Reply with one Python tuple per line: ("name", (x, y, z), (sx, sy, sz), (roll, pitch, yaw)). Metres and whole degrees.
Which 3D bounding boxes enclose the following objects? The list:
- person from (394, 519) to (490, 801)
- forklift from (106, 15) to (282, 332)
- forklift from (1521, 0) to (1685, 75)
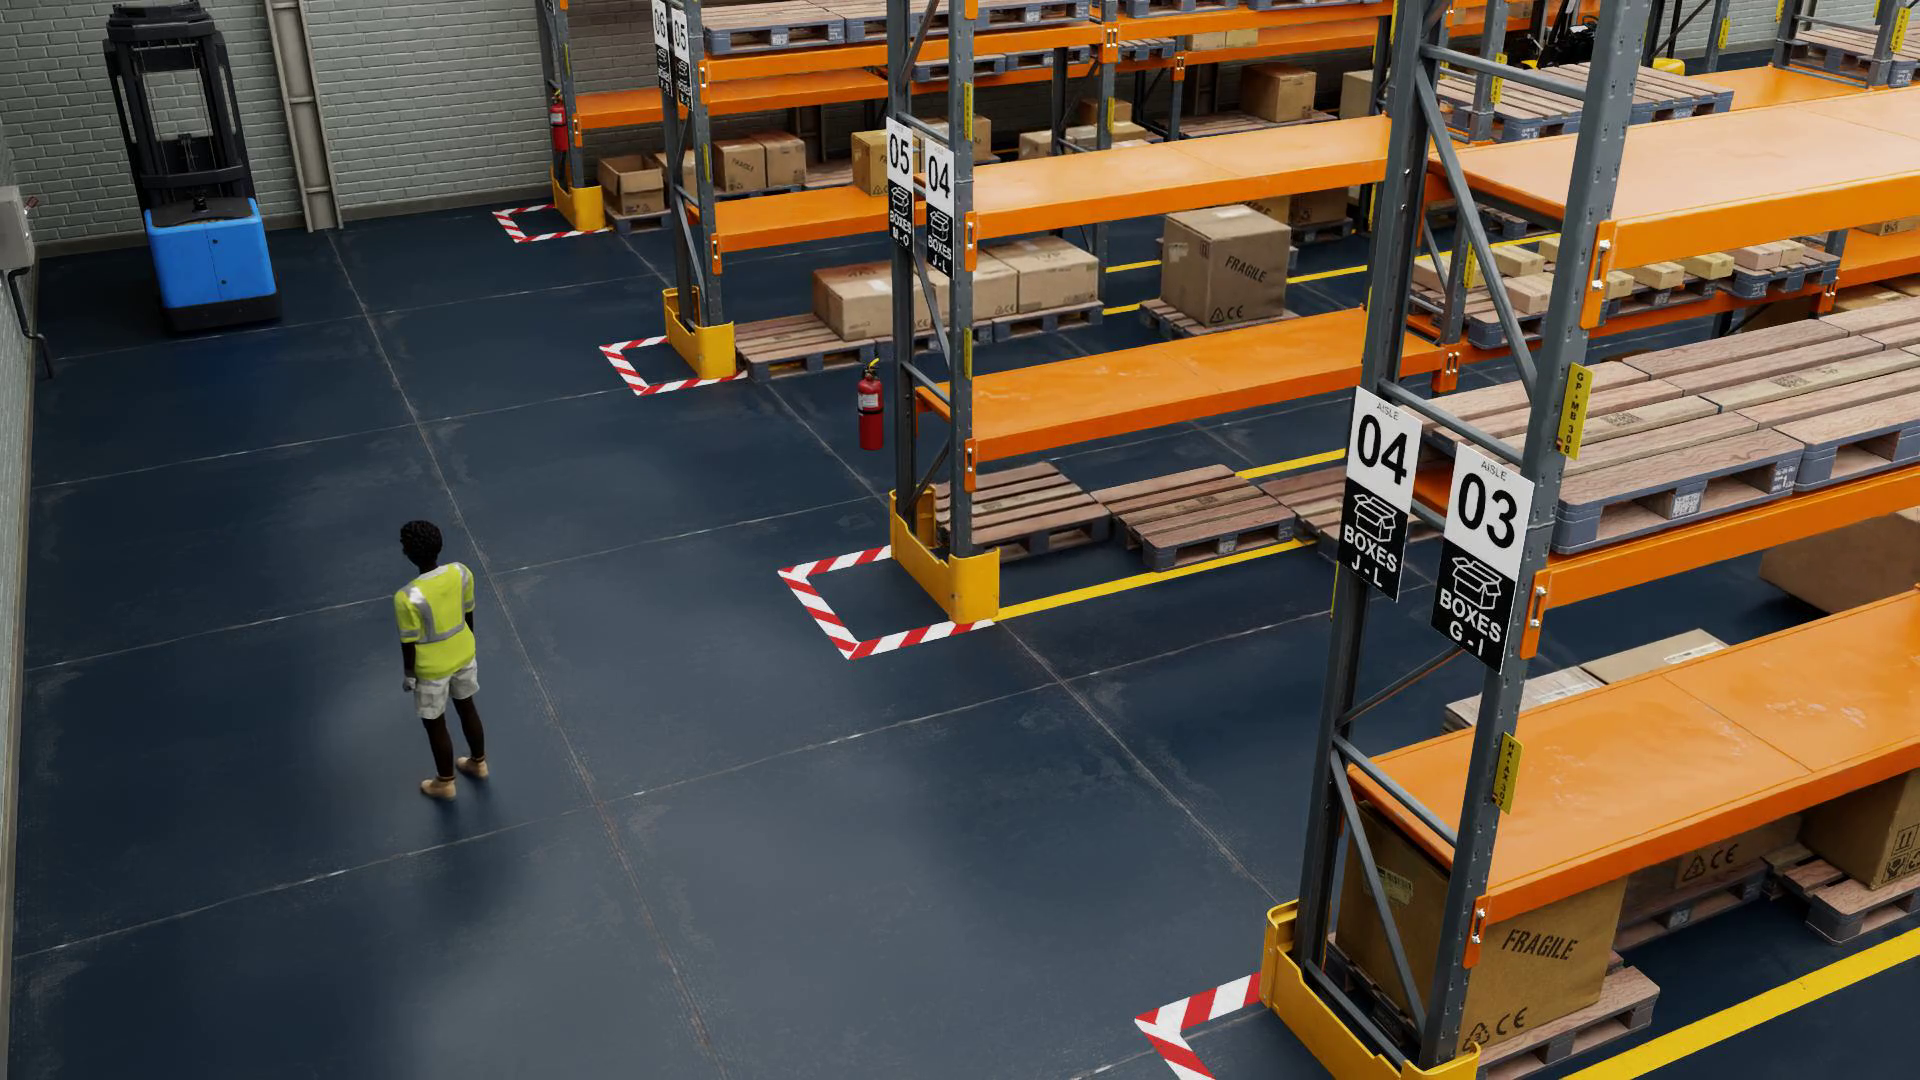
("person", (-2.887, 0.666, 9.285), (0.319, 1.685, 0.540), (14, 31, 25))
("forklift", (-7.548, -3.672, 16.323), (1.129, 2.768, 1.873), (-12, 30, -22))
("forklift", (8.950, -6.807, 23.056), (1.214, 2.155, 2.313), (-12, 30, -22))
